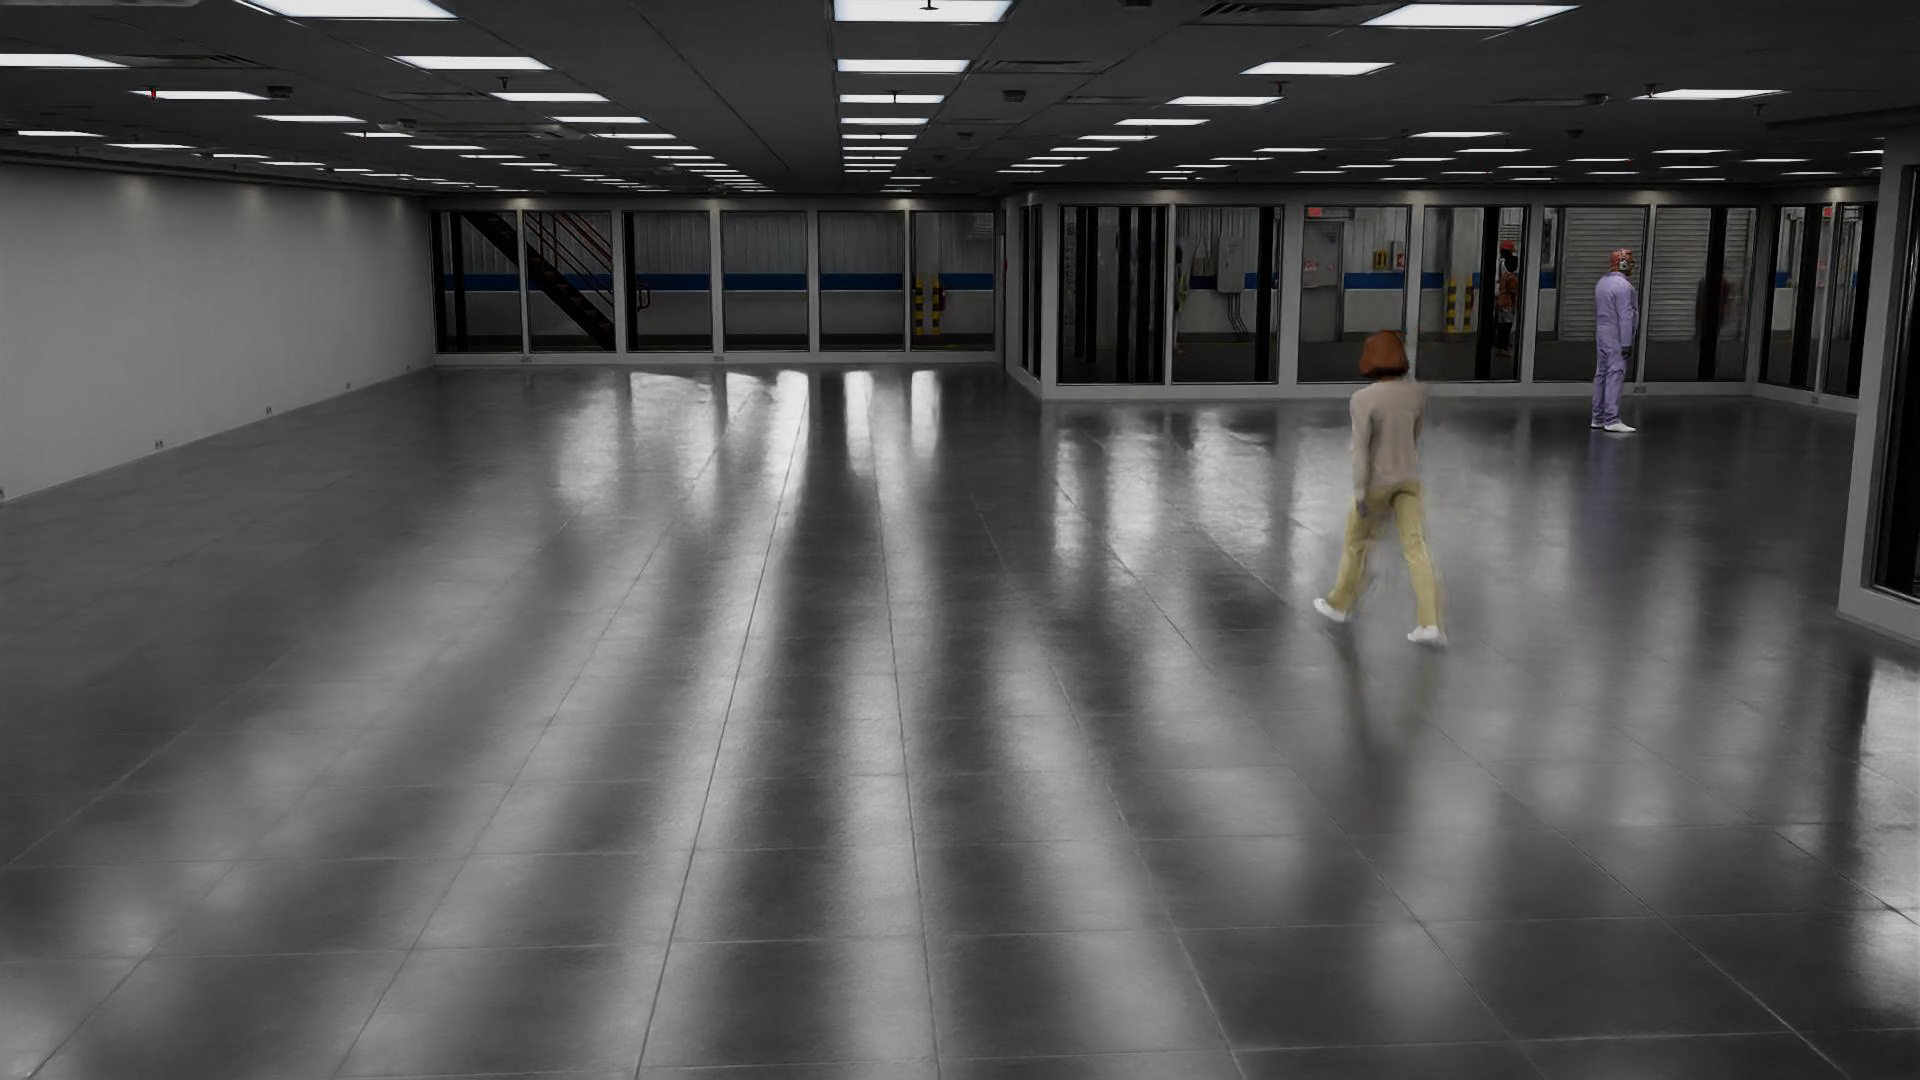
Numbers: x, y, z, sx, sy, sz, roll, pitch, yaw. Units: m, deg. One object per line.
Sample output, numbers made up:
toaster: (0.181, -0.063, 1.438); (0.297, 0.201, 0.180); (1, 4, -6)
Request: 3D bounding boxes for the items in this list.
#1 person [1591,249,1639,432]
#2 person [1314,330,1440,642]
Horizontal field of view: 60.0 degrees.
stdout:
person: (6.895, -2.091, 17.461); (0.410, 1.909, 0.643); (-1, 11, -4)
person: (2.193, -0.283, 8.582); (0.512, 1.588, 0.879); (-4, 11, -22)
